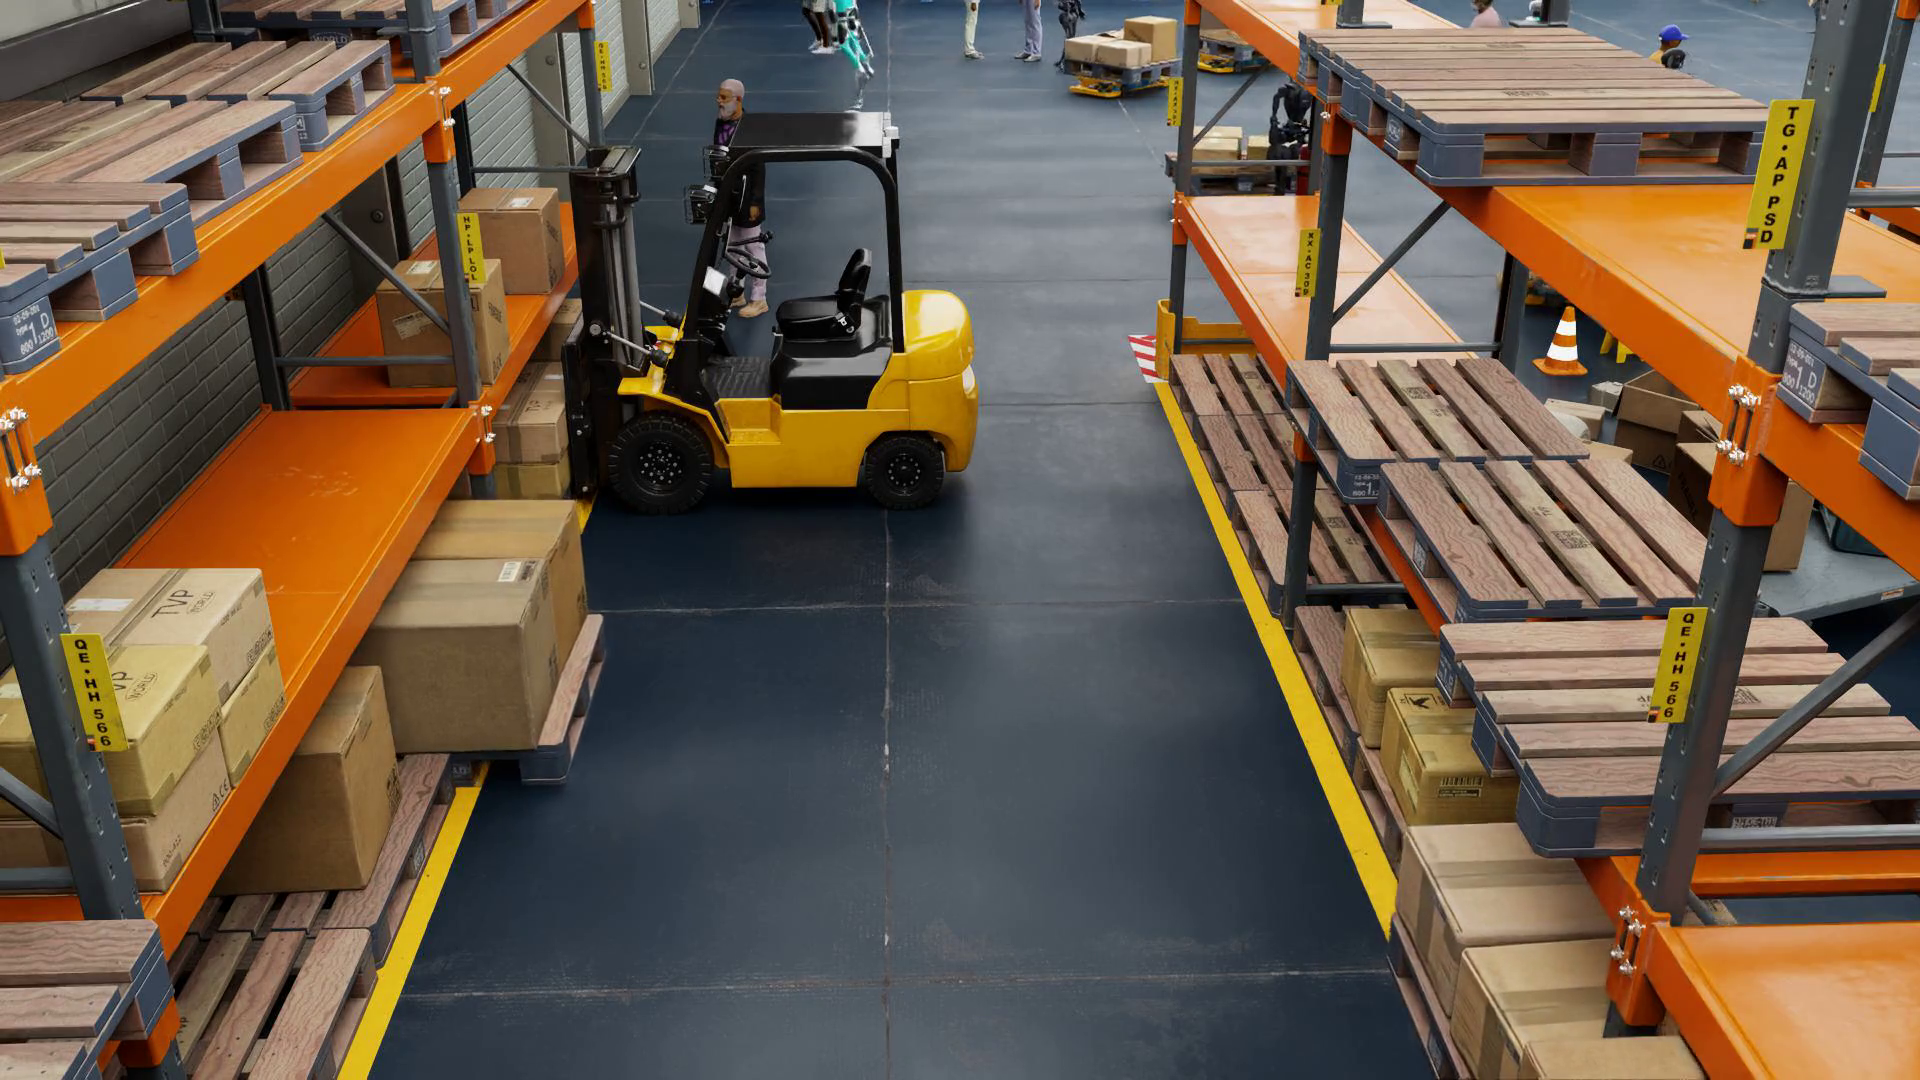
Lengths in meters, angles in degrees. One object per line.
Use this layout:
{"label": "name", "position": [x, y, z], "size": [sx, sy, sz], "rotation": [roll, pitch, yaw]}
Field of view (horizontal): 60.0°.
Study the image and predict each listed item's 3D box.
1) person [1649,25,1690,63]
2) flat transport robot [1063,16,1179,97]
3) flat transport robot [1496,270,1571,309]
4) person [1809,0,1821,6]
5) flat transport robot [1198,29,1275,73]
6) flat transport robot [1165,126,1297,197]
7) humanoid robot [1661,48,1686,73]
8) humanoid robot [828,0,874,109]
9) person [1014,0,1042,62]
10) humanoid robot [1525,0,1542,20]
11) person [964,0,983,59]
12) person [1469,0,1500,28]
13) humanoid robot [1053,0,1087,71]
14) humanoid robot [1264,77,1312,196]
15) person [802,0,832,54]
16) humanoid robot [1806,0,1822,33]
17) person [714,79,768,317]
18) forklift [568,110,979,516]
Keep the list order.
{"label": "person", "position": [6.984, -4.271, 16.651], "size": [0.353, 1.717, 0.457], "rotation": [-4, 26, -9]}
{"label": "flat transport robot", "position": [2.177, -6.151, 22.329], "size": [0.659, 0.231, 1.431], "rotation": [23, 34, 40]}
{"label": "flat transport robot", "position": [5.210, -2.095, 13.740], "size": [1.431, 0.231, 0.659], "rotation": [4, 26, 9]}
{"label": "person", "position": [15.523, -10.444, 29.547], "size": [0.554, 1.872, 0.421], "rotation": [-14, 28, -26]}
{"label": "flat transport robot", "position": [4.040, -6.920, 23.957], "size": [1.431, 0.231, 0.659], "rotation": [-16, 30, -30]}
{"label": "flat transport robot", "position": [2.745, -3.467, 16.646], "size": [0.659, 0.231, 1.431], "rotation": [-2, 25, -4]}
{"label": "humanoid robot", "position": [6.676, -3.783, 15.667], "size": [0.367, 1.648, 0.611], "rotation": [-6, 26, -12]}
{"label": "humanoid robot", "position": [-1.280, -6.396, 21.170], "size": [0.806, 1.807, 0.539], "rotation": [16, 29, 30]}
{"label": "person", "position": [1.057, -7.934, 24.257], "size": [0.389, 1.847, 0.563], "rotation": [-10, 27, -19]}
{"label": "humanoid robot", "position": [6.410, -4.848, 17.948], "size": [0.800, 1.857, 0.575], "rotation": [2, 25, 4]}
{"label": "person", "position": [0.218, -8.006, 24.531], "size": [0.349, 1.743, 0.564], "rotation": [0, 25, -1]}
{"label": "person", "position": [5.764, -5.150, 18.320], "size": [0.912, 1.896, 0.625], "rotation": [2, 25, 4]}
{"label": "humanoid robot", "position": [1.583, -7.478, 23.495], "size": [0.328, 1.649, 0.600], "rotation": [11, 27, 22]}
{"label": "humanoid robot", "position": [3.086, -3.713, 15.518], "size": [0.585, 1.636, 0.411], "rotation": [-13, 28, -25]}
{"label": "person", "position": [-2.170, -8.235, 24.859], "size": [0.521, 1.883, 0.553], "rotation": [-2, 25, -4]}
{"label": "humanoid robot", "position": [13.908, -8.980, 26.667], "size": [0.417, 1.654, 0.600], "rotation": [15, 29, 29]}
{"label": "person", "position": [-1.745, -2.706, 13.176], "size": [0.532, 1.856, 0.410], "rotation": [22, 33, 39]}
{"label": "forklift", "position": [-1.043, -1.379, 9.976], "size": [2.313, 2.155, 1.214], "rotation": [-1, 25, -2]}
